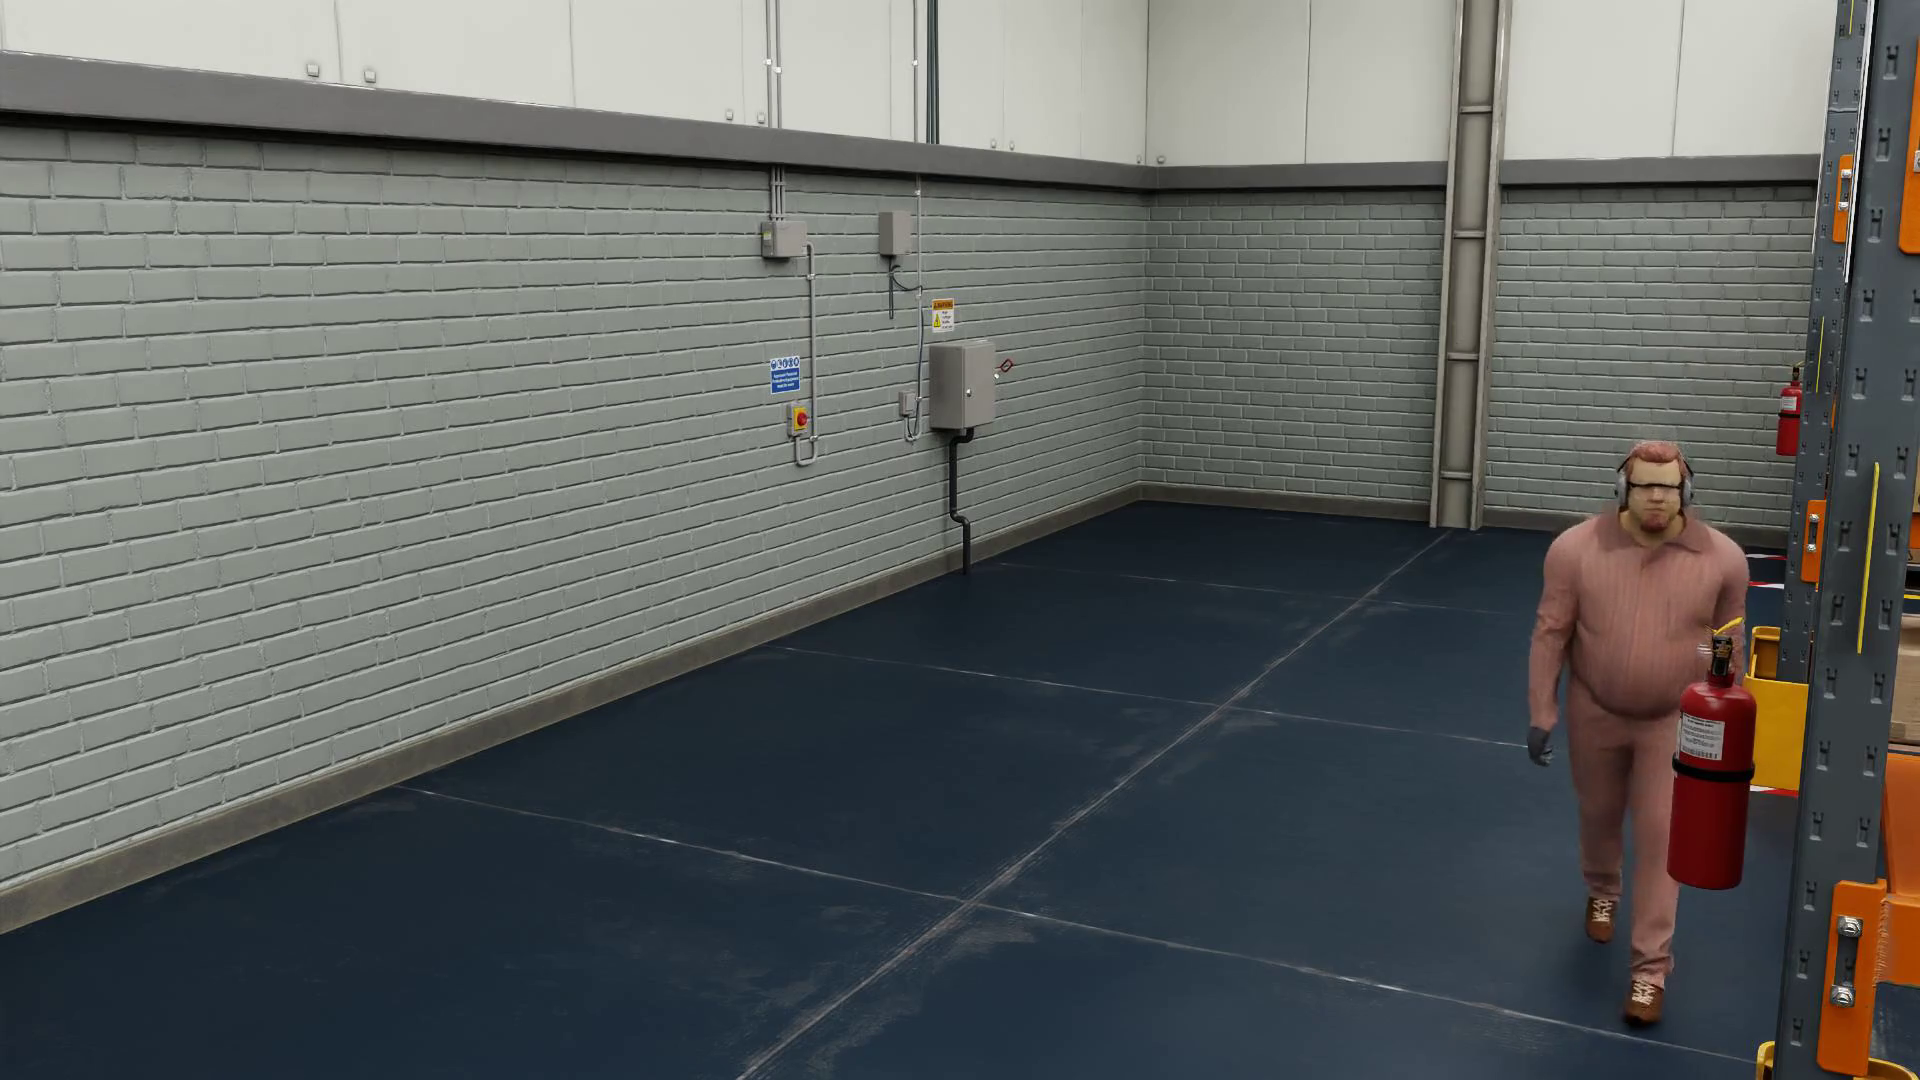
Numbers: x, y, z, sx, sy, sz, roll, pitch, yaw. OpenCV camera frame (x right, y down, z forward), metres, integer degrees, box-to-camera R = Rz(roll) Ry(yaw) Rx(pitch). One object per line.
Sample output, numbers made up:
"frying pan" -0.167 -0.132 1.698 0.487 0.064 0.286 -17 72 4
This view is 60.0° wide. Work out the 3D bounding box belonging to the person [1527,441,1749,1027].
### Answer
"person" 2.263 0.581 5.602 0.667 1.856 1.016 5 11 24
